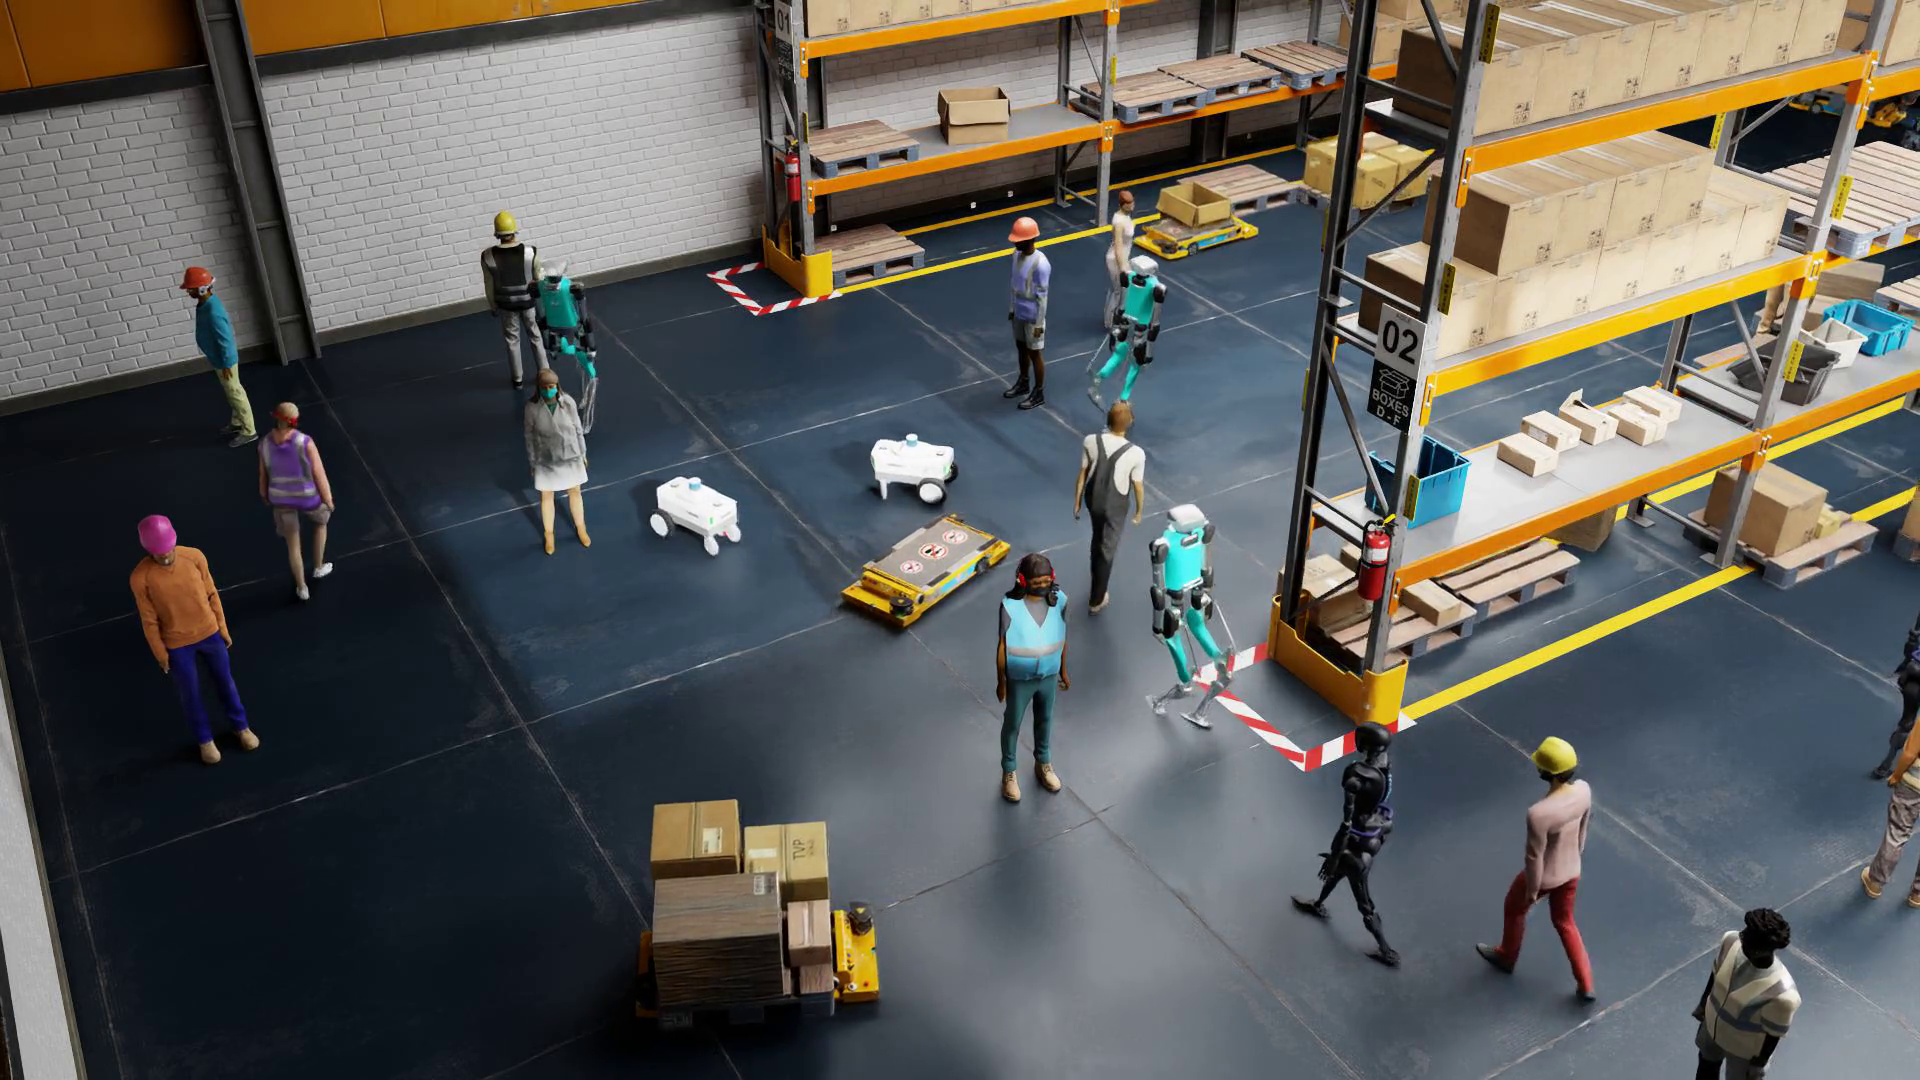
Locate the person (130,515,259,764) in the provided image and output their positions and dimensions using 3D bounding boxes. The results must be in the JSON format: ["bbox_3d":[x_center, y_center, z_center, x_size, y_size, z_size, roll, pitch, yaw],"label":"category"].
[{"bbox_3d":[-5.295,0.665,11.427,0.517,1.973,0.400,-25,40,-34],"label":"person"}]

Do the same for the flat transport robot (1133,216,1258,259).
[{"bbox_3d":[2.833,-3.691,19.971,1.431,0.231,0.659,-20,37,-29],"label":"flat transport robot"}]

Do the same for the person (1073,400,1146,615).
[{"bbox_3d":[1.206,-0.295,13.092,0.535,1.818,0.674,16,35,23],"label":"person"}]

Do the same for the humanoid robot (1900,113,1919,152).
[{"bbox_3d":[11.100,-4.222,19.521,0.735,1.622,0.612,-6,33,-9],"label":"humanoid robot"}]

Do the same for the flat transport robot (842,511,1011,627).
[{"bbox_3d":[-0.261,0.221,13.731,0.659,0.231,1.431,22,38,31],"label":"flat transport robot"}]

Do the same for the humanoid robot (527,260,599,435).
[{"bbox_3d":[-3.649,-1.941,15.815,0.530,1.770,0.924,4,32,6],"label":"humanoid robot"}]

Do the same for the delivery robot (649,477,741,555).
[{"bbox_3d":[-2.261,-0.249,14.229,0.814,0.612,0.499,23,39,32],"label":"delivery robot"}]

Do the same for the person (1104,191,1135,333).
[{"bbox_3d":[1.681,-2.966,17.533,0.303,1.621,0.676,5,32,8],"label":"person"}]

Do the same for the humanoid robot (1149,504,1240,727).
[{"bbox_3d":[1.656,0.624,11.725,0.557,1.805,0.730,-20,37,-28],"label":"humanoid robot"}]

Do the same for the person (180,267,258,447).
[{"bbox_3d":[-6.876,-1.712,15.415,0.331,1.752,0.561,-19,37,-27],"label":"person"}]

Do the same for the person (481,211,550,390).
[{"bbox_3d":[-4.348,-2.356,16.367,0.586,1.836,0.404,-7,33,-11],"label":"person"}]

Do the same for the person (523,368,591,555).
[{"bbox_3d":[-3.344,-0.658,13.820,0.485,1.659,0.342,-11,34,-17],"label":"person"}]

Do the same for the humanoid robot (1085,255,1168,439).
[{"bbox_3d":[1.483,-1.678,15.474,0.753,1.878,0.542,-25,40,-34],"label":"humanoid robot"}]

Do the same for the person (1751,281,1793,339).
[{"bbox_3d":[8.476,-2.721,17.024,0.325,1.752,0.562,-14,35,-21],"label":"person"}]

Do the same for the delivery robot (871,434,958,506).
[{"bbox_3d":[-0.394,-0.643,14.854,0.782,0.610,0.525,7,33,11],"label":"delivery robot"}]

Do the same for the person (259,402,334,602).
[{"bbox_3d":[-5.294,-0.335,13.300,0.585,1.651,0.643,-2,32,-3],"label":"person"}]

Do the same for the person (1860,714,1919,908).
[{"bbox_3d":[5.996,1.510,10.253,0.469,1.778,0.316,14,35,21],"label":"person"}]

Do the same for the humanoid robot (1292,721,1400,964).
[{"bbox_3d":[2.389,1.781,9.967,0.781,1.629,0.589,21,38,30],"label":"humanoid robot"}]

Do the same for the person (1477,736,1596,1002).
[{"bbox_3d":[3.488,1.948,9.612,0.536,1.725,0.717,-18,36,-26],"label":"person"}]

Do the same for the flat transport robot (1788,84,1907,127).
[{"bbox_3d":[12.868,-6.288,24.111,1.431,0.231,0.659,27,41,36],"label":"flat transport robot"}]

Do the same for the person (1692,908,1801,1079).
[{"bbox_3d":[4.033,2.563,8.657,0.319,1.691,0.534,-9,33,-14],"label":"person"}]

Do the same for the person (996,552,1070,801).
[{"bbox_3d":[0.475,0.902,11.144,0.519,1.865,0.391,-11,34,-17],"label":"person"}]

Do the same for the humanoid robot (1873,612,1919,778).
[{"bbox_3d":[6.610,0.944,11.257,0.359,1.659,0.599,-15,35,-22],"label":"humanoid robot"}]

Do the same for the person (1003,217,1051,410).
[{"bbox_3d":[0.631,-2.193,16.024,0.384,1.929,0.543,-17,36,-26],"label":"person"}]

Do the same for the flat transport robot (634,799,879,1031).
[{"bbox_3d":[-1.223,2.534,10.043,1.431,0.231,0.659,-3,32,-5],"label":"flat transport robot"}]
